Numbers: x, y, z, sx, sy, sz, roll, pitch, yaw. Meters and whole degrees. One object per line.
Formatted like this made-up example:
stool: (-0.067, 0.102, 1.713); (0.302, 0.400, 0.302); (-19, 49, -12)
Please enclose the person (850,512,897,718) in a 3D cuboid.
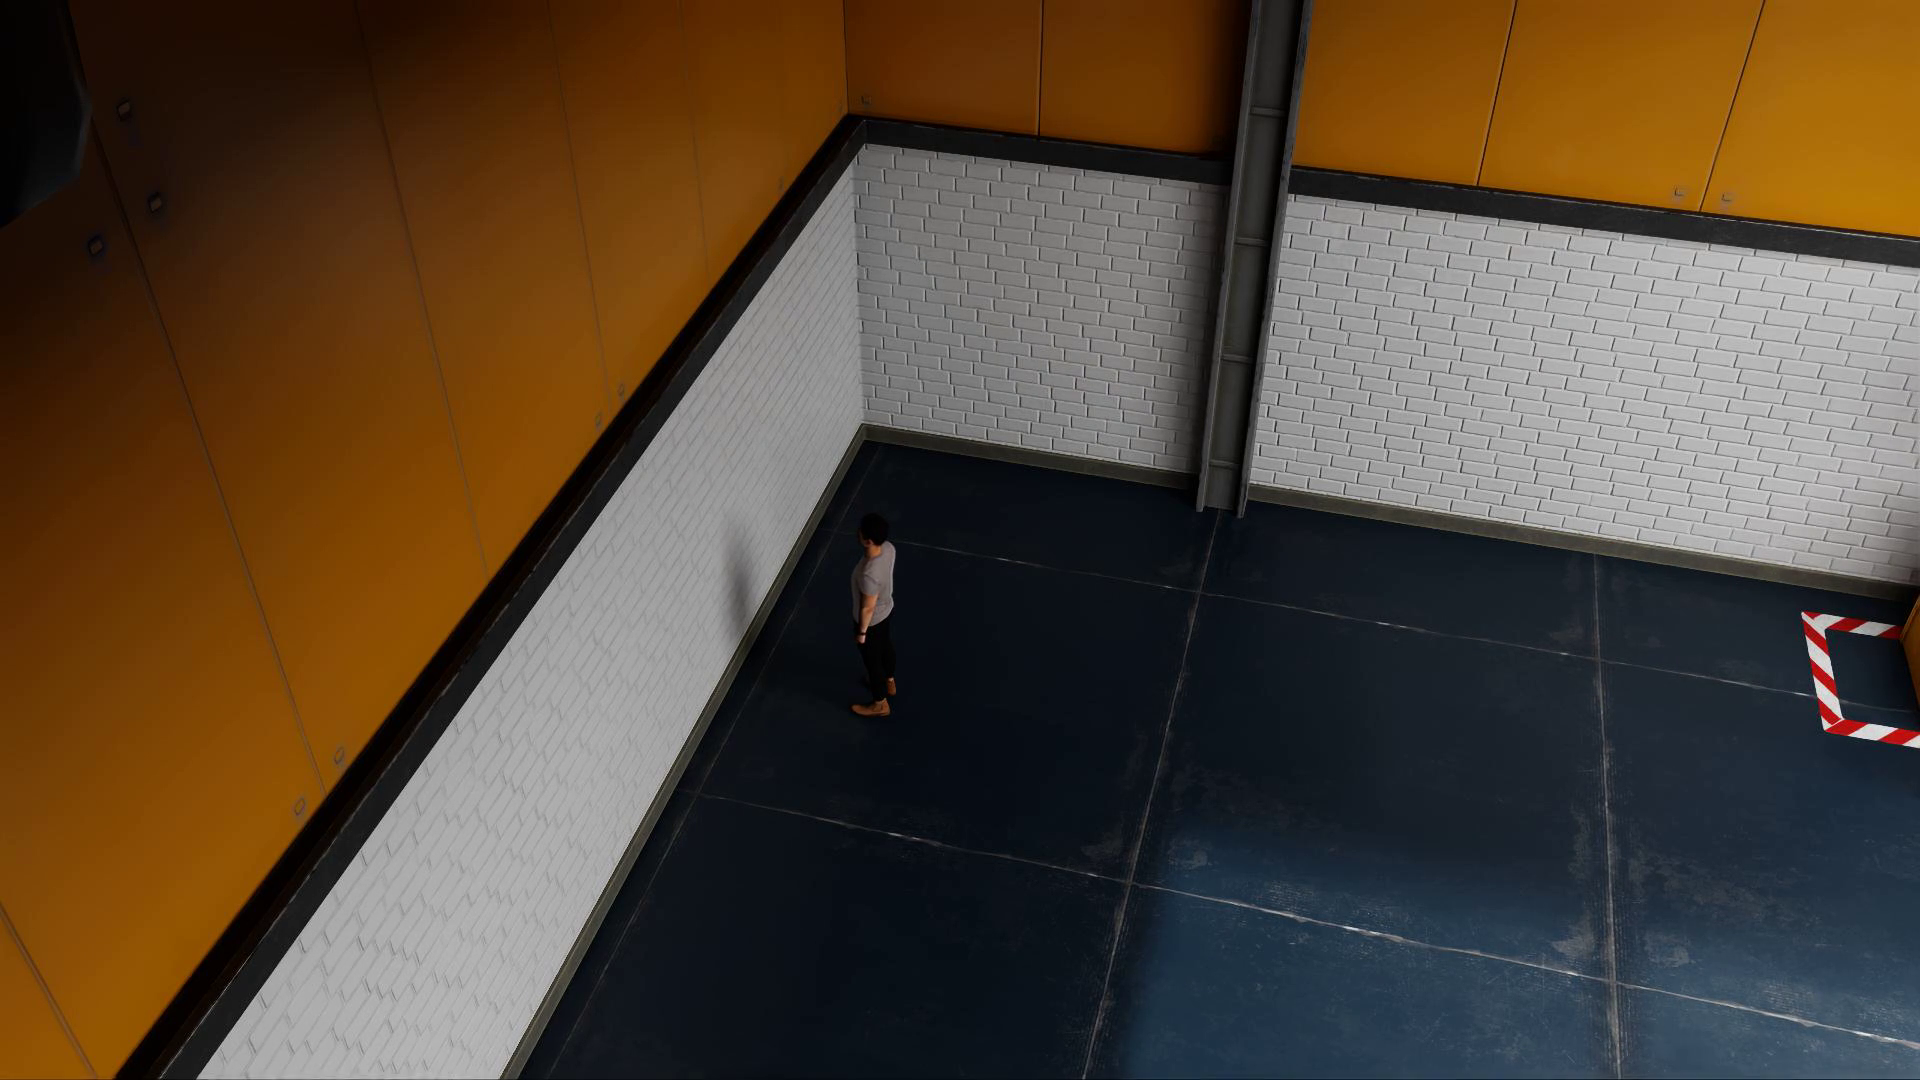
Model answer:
person: (-0.594, 0.501, 11.525); (0.520, 1.725, 0.604); (11, 40, 13)
